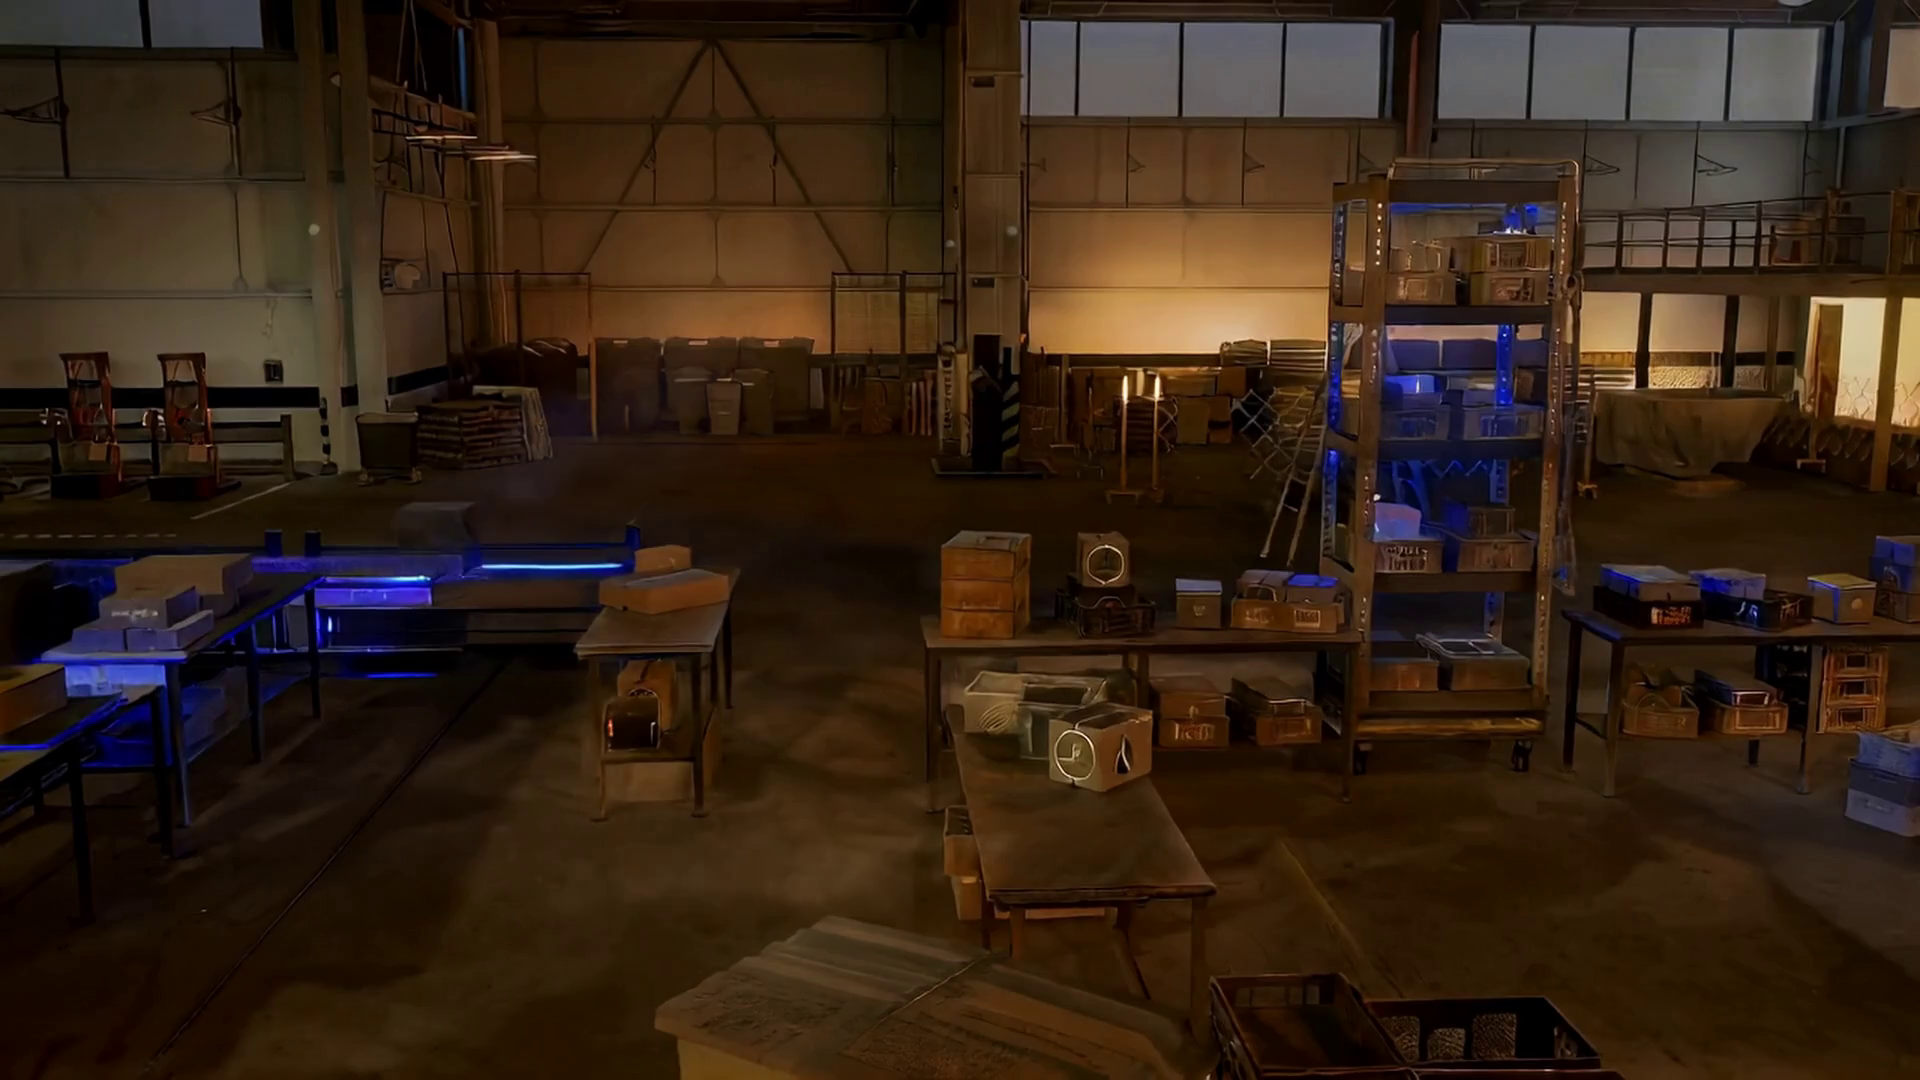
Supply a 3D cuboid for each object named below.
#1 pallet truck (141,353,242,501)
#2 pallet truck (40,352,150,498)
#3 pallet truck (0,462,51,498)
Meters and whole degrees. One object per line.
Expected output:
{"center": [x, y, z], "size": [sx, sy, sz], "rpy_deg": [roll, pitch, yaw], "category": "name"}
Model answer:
{"center": [-10.520, -1.604, 22.925], "size": [0.823, 1.965, 1.885], "rpy_deg": [-1, 9, -6], "category": "pallet truck"}
{"center": [-11.907, -1.642, 23.165], "size": [0.823, 1.965, 1.885], "rpy_deg": [0, 9, 0], "category": "pallet truck"}
{"center": [-13.193, -1.293, 23.148], "size": [0.653, 1.274, 1.630], "rpy_deg": [-1, 9, -4], "category": "pallet truck"}
